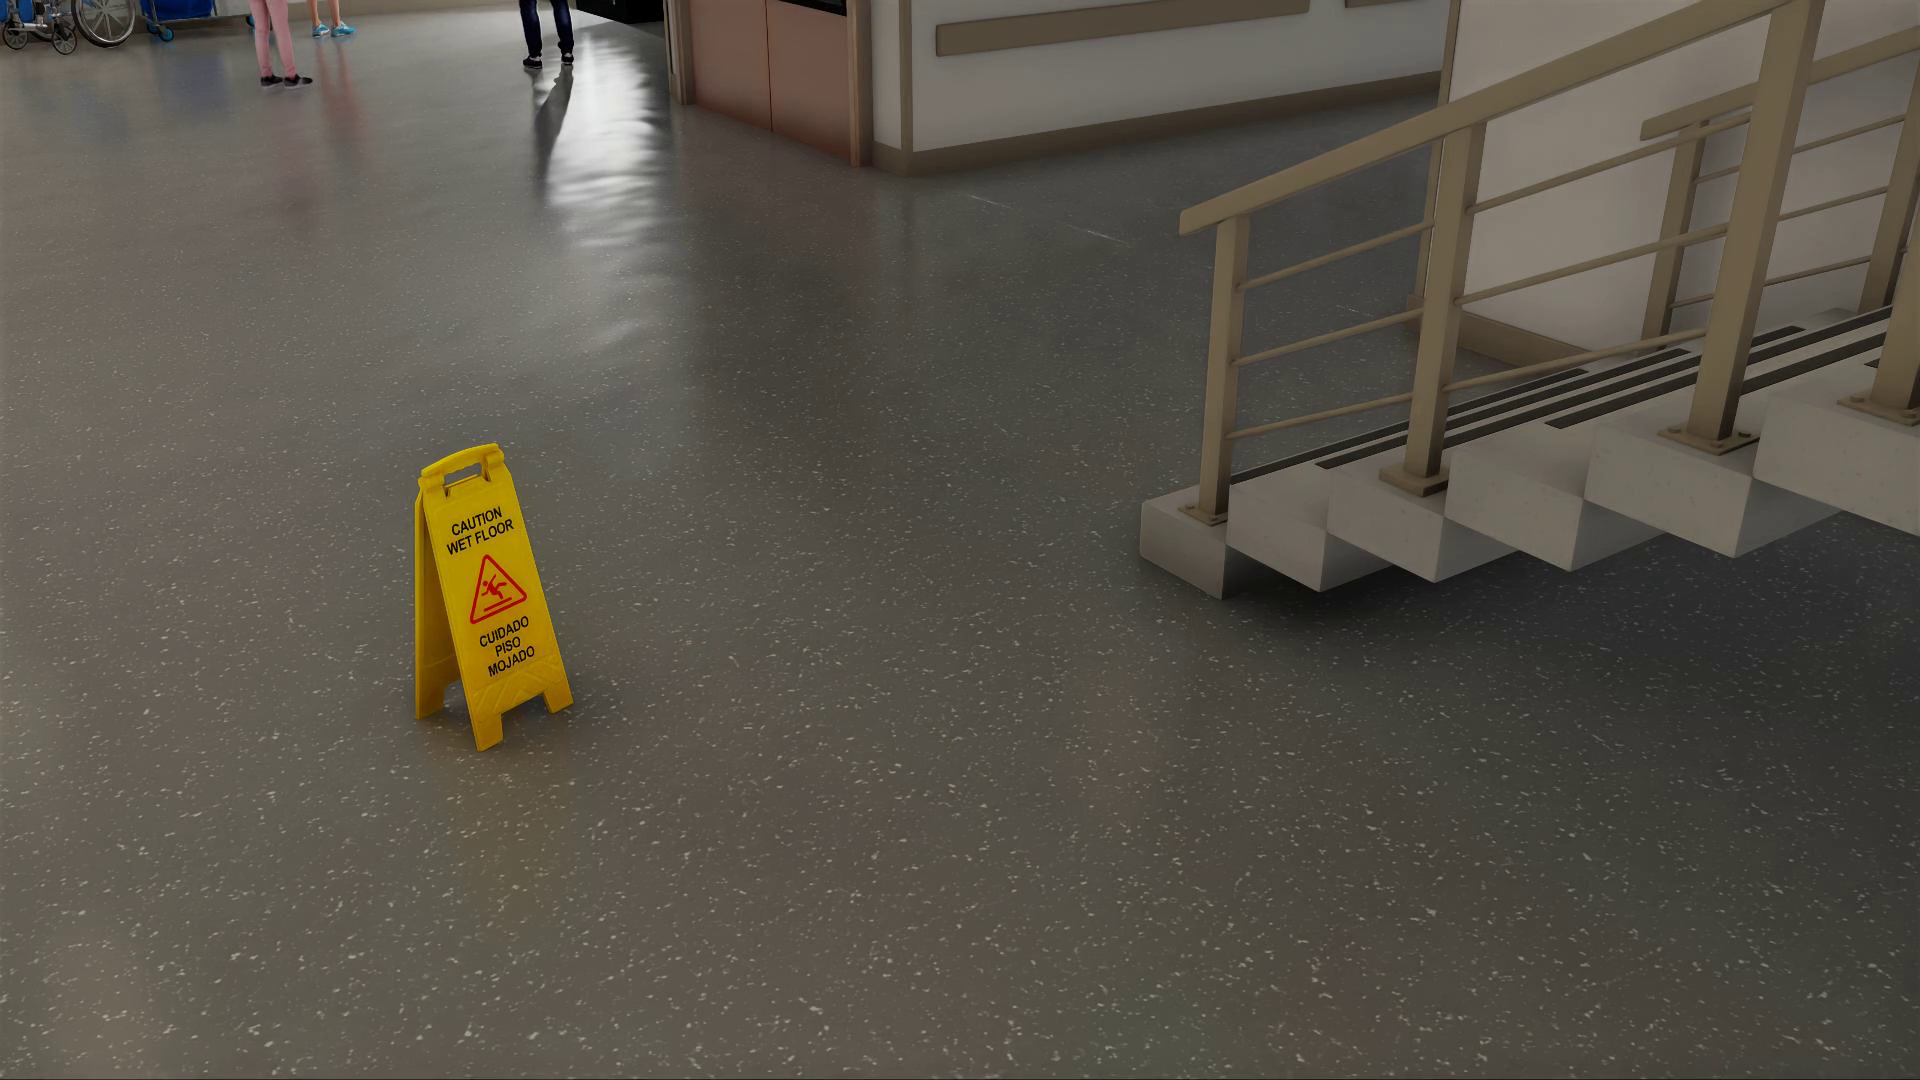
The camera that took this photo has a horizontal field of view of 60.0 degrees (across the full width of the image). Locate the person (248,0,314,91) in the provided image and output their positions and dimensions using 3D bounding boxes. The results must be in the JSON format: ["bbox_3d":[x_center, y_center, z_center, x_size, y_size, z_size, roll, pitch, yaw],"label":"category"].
[{"bbox_3d":[-5.317,-4.256,12.706,0.605,1.563,0.679,7,27,14],"label":"person"}]

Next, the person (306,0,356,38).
[{"bbox_3d":[-5.819,-5.462,14.976,0.699,1.765,0.761,5,26,10],"label":"person"}]

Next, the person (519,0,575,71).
[{"bbox_3d":[-3.438,-4.783,13.498,0.738,1.825,0.589,-14,29,-27],"label":"person"}]
